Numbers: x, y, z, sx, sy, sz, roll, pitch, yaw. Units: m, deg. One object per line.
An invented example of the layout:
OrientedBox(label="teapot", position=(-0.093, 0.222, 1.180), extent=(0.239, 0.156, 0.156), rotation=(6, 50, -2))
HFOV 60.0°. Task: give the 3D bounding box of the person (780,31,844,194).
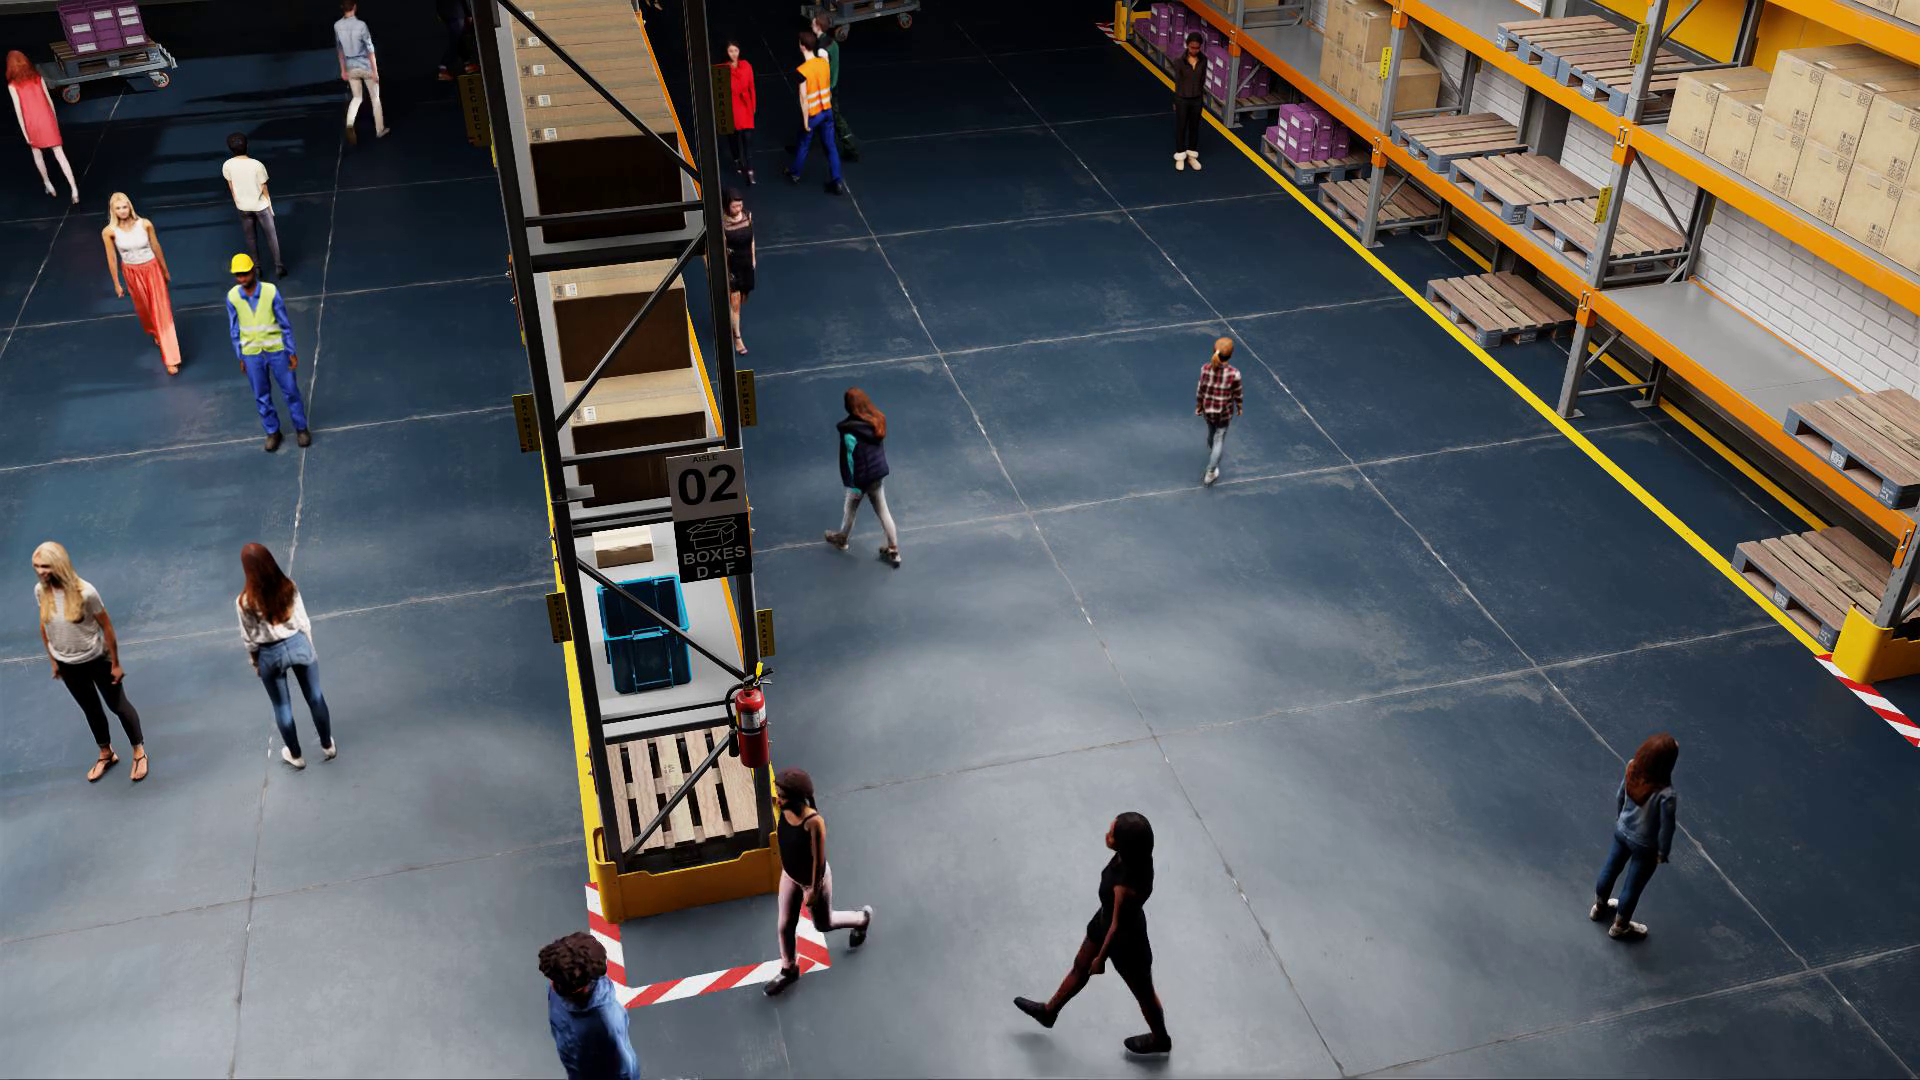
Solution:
OrientedBox(label="person", position=(-1.604, -4.955, 19.444), extent=(1.260, 1.844, 1.067), rotation=(29, 43, 36))

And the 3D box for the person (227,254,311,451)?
OrientedBox(label="person", position=(-6.050, -1.658, 14.512), extent=(0.666, 1.812, 0.572), rotation=(-7, 34, -10))

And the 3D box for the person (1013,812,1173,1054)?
OrientedBox(label="person", position=(0.960, 2.154, 8.882), extent=(0.944, 1.696, 1.143), rotation=(3, 34, 4))

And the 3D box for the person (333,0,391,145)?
OrientedBox(label="person", position=(-7.552, -5.852, 20.810), extent=(0.923, 1.825, 1.138), rotation=(6, 34, 9))

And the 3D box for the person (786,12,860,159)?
OrientedBox(label="person", position=(-1.581, -5.485, 20.283), extent=(1.080, 1.798, 1.199), rotation=(7, 34, 10))

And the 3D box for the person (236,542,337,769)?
OrientedBox(label="person", position=(-4.444, 0.761, 10.948), extent=(0.624, 1.728, 0.592), rotation=(-19, 38, -26))

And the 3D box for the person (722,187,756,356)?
OrientedBox(label="person", position=(-2.237, -2.646, 16.110), extent=(0.891, 1.687, 1.031), rotation=(-23, 40, -31))

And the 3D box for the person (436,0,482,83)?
OrientedBox(label="person", position=(-7.044, -7.197, 22.871), extent=(1.160, 1.783, 1.137), rotation=(23, 40, 31))

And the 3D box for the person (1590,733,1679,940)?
OrientedBox(label="person", position=(3.968, 1.721, 9.731), extent=(0.644, 1.477, 0.479), rotation=(-13, 36, -19))

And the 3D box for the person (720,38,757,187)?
OrientedBox(label="person", position=(-2.674, -5.107, 19.808), extent=(0.685, 1.694, 1.088), rotation=(-11, 35, -16))

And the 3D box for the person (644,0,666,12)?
OrientedBox(label="person", position=(-4.840, -9.083, 25.778), extent=(0.684, 1.706, 0.760), rotation=(20, 39, 28))

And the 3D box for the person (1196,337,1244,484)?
OrientedBox(label="person", position=(2.182, -1.085, 14.138), extent=(0.863, 1.272, 0.936), rotation=(16, 37, 22))

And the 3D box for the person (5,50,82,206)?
OrientedBox(label="person", position=(-10.487, -4.679, 19.083), extent=(0.957, 1.784, 1.225), rotation=(-27, 42, -34))

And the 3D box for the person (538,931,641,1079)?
OrientedBox(label="person", position=(-1.705, 2.564, 8.183), extent=(1.038, 1.786, 1.041), rotation=(25, 41, 33))

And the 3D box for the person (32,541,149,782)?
OrientedBox(label="person", position=(-5.680, 0.783, 10.828), extent=(0.662, 1.826, 0.622), rotation=(1, 34, 1))

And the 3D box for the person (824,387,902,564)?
OrientedBox(label="person", position=(-0.691, -0.462, 13.037), extent=(0.996, 1.452, 0.892), rotation=(22, 39, 29))

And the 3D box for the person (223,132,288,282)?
OrientedBox(label="person", position=(-7.429, -3.500, 17.489), extent=(0.614, 1.583, 0.528), rotation=(-3, 34, -5))

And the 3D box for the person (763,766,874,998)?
OrientedBox(label="person", position=(-0.818, 1.878, 9.442), extent=(0.980, 1.535, 0.928), rotation=(25, 41, 33))

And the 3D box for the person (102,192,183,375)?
OrientedBox(label="person", position=(-7.788, -2.516, 15.864), extent=(0.789, 1.744, 1.263), rotation=(-15, 36, -21))

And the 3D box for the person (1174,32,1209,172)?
OrientedBox(label="person", position=(2.787, -5.359, 20.217), extent=(0.621, 1.660, 0.572), rotation=(-8, 35, -12))
